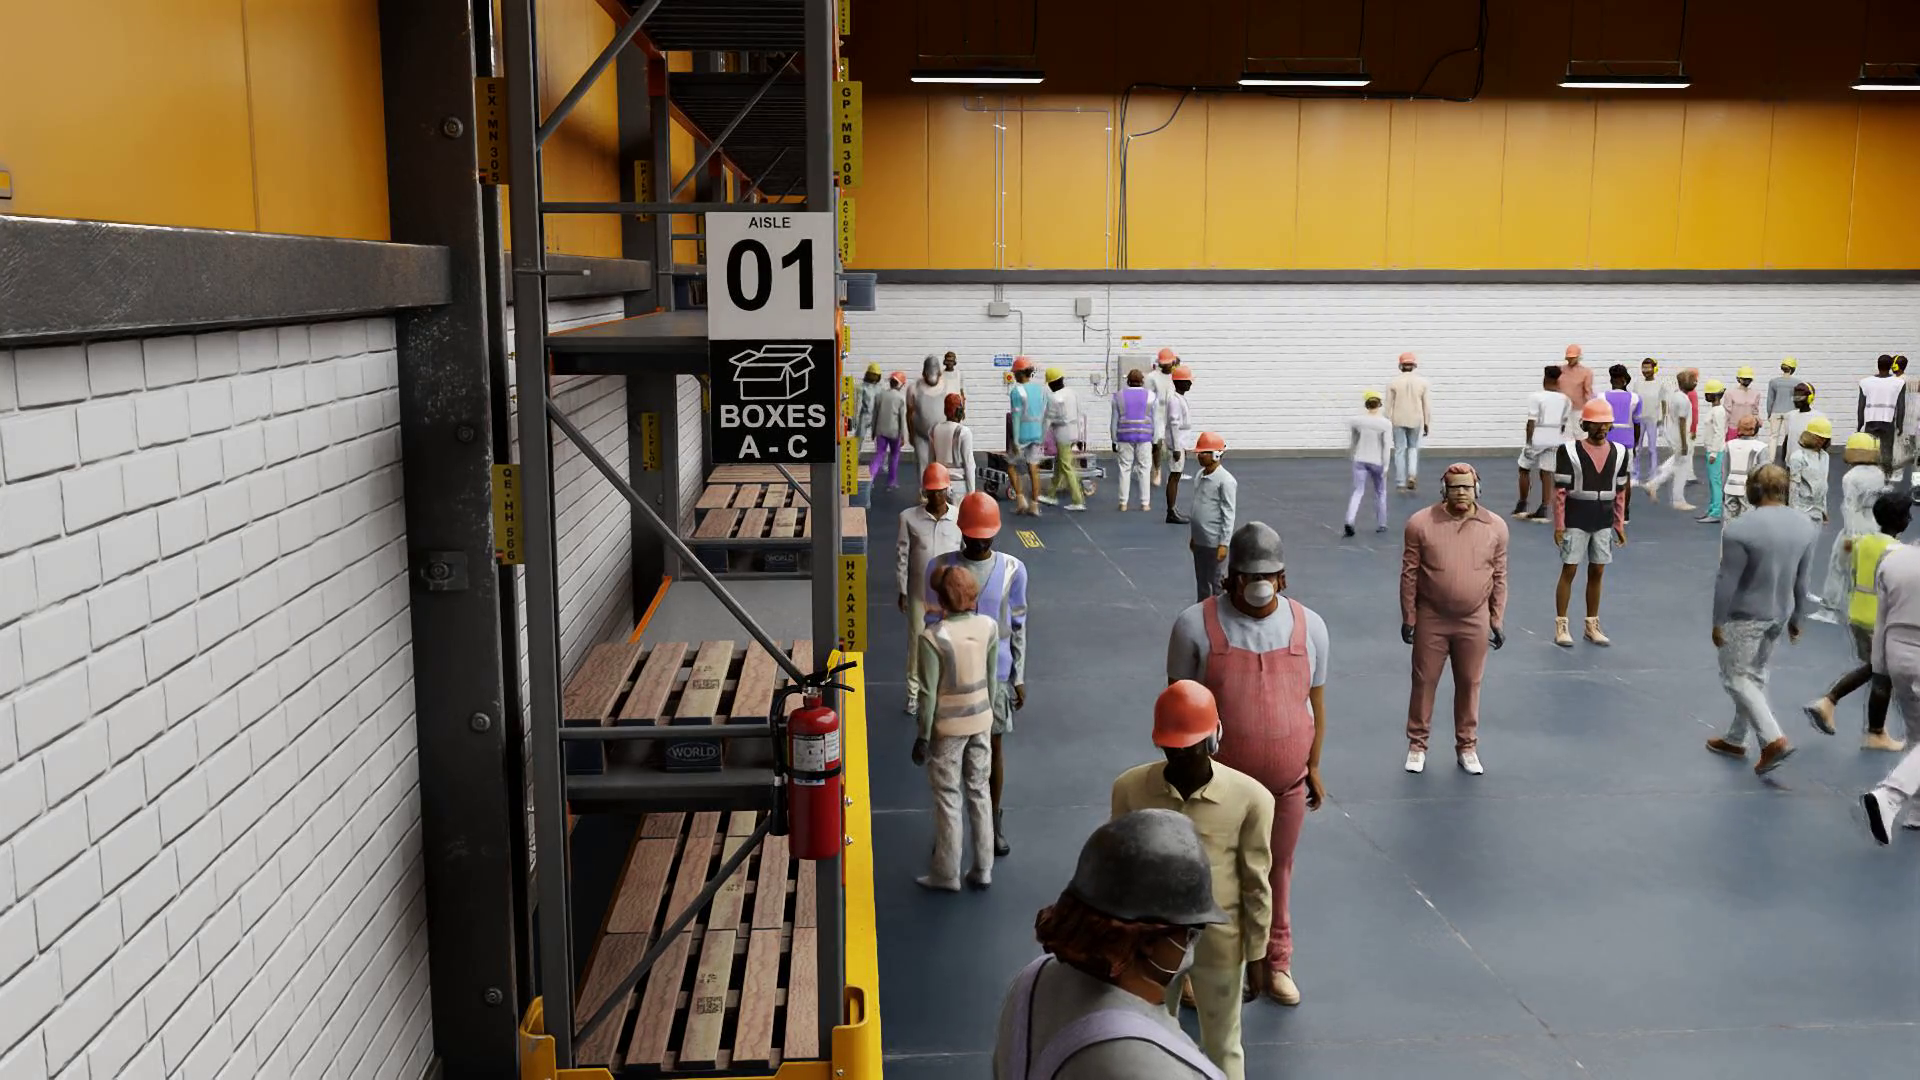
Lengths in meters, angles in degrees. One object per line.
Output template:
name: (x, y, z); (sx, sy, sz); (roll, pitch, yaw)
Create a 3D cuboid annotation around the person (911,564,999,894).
person: (-0.016, 0.929, 8.150); (0.518, 1.642, 0.312); (-8, 12, -42)

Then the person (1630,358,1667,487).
person: (9.783, -1.662, 23.688); (0.516, 1.871, 0.324); (9, 13, 44)

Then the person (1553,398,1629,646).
person: (5.153, -0.142, 13.594); (0.605, 2.045, 0.383); (0, 9, -3)

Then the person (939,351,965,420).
person: (-0.168, -2.050, 26.209); (0.508, 1.842, 0.332); (-2, 9, -12)

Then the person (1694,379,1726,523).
person: (9.227, -1.086, 20.403); (0.329, 1.765, 0.526); (3, 10, 20)

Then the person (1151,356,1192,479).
person: (3.043, -1.787, 24.568); (0.822, 1.849, 0.532); (-3, 9, -16)

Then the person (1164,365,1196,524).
person: (2.693, -1.170, 20.382); (0.361, 1.939, 0.542); (2, 9, 14)

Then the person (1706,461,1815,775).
person: (4.889, 0.470, 10.156); (0.646, 1.918, 0.810); (-3, 9, -17)

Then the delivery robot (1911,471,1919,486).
delivery robot: (12.917, -0.759, 21.839); (0.707, 0.478, 0.477); (7, 11, 38)

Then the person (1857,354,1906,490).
person: (13.007, -1.656, 23.506); (0.601, 1.917, 0.378); (6, 11, 32)

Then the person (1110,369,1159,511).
person: (2.248, -1.285, 21.452); (0.628, 1.836, 0.430); (1, 9, 3)

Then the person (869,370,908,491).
person: (-1.024, -1.508, 23.208); (0.623, 1.706, 0.680); (5, 10, 28)

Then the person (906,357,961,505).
person: (-0.341, -1.435, 21.725); (0.705, 2.000, 1.024); (-1, 9, -5)

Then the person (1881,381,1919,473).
person: (13.497, -1.518, 23.587); (0.639, 1.613, 0.536); (8, 12, 40)

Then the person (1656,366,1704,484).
person: (10.454, -1.650, 24.060); (0.748, 1.730, 0.562); (0, 9, -2)

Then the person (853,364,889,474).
person: (-1.354, -1.842, 25.373); (0.570, 1.685, 0.875); (-6, 11, -35)

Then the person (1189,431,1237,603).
person: (2.059, -0.028, 13.789); (0.326, 1.751, 0.559); (-4, 10, -23)

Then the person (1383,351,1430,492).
person: (6.231, -1.651, 23.270); (0.645, 1.977, 0.431); (0, 9, 2)

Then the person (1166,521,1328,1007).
person: (1.201, 0.930, 6.876); (0.673, 2.000, 0.536); (0, 9, -3)

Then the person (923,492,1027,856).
person: (0.081, 0.700, 8.674); (0.542, 1.929, 0.379); (0, 9, -3)

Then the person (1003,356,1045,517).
person: (0.815, -1.292, 20.888); (0.632, 2.027, 0.485); (-8, 12, -43)

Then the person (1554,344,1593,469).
person: (9.498, -2.062, 25.925); (0.688, 1.954, 0.847); (7, 12, 38)

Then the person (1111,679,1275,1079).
person: (0.736, 1.305, 5.451); (0.565, 1.746, 0.347); (3, 10, 21)

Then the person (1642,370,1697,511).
person: (9.227, -1.287, 21.493); (0.566, 1.824, 0.560); (3, 9, 18)

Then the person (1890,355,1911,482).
person: (13.776, -1.782, 24.467); (0.334, 1.864, 0.521); (8, 12, 40)

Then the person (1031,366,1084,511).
person: (1.244, -1.305, 21.460); (0.857, 1.866, 0.618); (5, 10, 30)

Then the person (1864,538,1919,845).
person: (5.141, 0.698, 8.875); (0.838, 1.874, 0.644); (-4, 10, -24)

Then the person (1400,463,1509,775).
person: (3.003, 0.480, 10.122); (0.639, 1.910, 0.406); (1, 9, 7)

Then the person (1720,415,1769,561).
person: (7.930, -0.452, 16.843); (0.314, 1.634, 0.515); (-5, 10, -27)

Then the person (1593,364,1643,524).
person: (7.991, -1.168, 20.309); (0.607, 1.957, 0.392); (2, 9, 11)

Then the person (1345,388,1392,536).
person: (4.771, -0.911, 19.425); (0.512, 1.718, 0.841); (5, 10, 30)

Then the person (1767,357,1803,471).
person: (12.848, -1.963, 25.904); (0.328, 1.767, 0.532); (-8, 12, -43)

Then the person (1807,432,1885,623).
person: (7.776, -0.064, 14.237); (0.493, 1.707, 0.903); (-4, 10, -23)

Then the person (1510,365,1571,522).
person: (7.182, -1.195, 20.562); (0.643, 1.926, 0.688); (-2, 9, -15)

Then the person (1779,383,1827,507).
person: (9.222, -0.793, 18.252); (0.311, 1.864, 0.533); (-5, 10, -26)

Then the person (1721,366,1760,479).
person: (10.972, -1.561, 23.377); (0.523, 1.769, 0.320); (0, 9, -3)

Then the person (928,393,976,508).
person: (-0.063, -0.503, 16.356); (0.573, 1.887, 0.356); (8, 12, 42)

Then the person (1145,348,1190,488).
person: (2.946, -1.727, 23.694); (0.637, 2.002, 0.740); (1, 9, 3)

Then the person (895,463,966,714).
person: (-0.169, 0.335, 11.504); (0.561, 1.753, 0.330); (0, 9, -3)

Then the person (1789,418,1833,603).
person: (7.835, -0.264, 15.332); (0.484, 1.735, 0.309); (-5, 10, -28)

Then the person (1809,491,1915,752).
person: (5.787, 0.523, 10.563); (0.471, 1.688, 0.541); (0, 9, 0)
